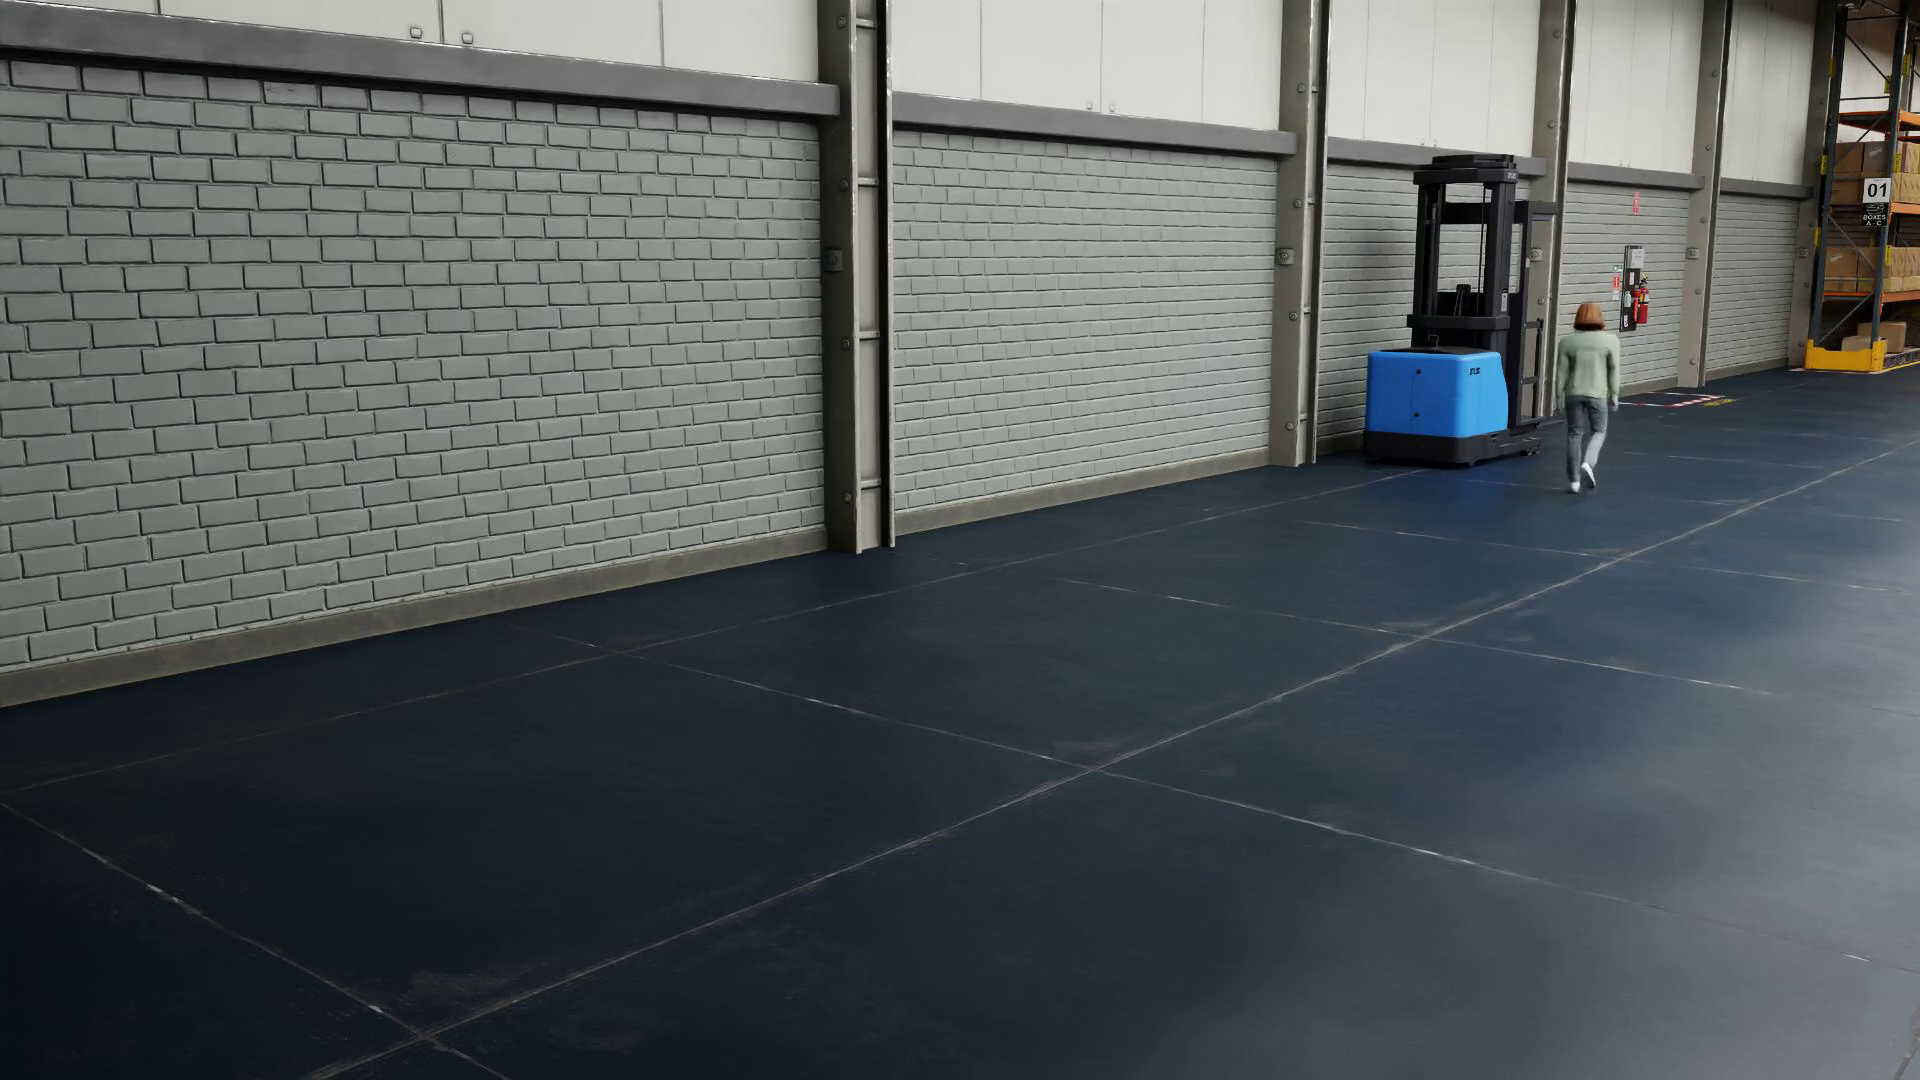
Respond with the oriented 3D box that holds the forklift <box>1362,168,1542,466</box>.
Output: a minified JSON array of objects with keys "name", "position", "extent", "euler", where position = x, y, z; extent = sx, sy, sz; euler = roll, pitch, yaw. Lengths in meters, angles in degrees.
[{"name":"forklift","position":[4.875,-2.212,16.287],"extent":[1.129,2.768,1.873],"euler":[8,13,40]}]

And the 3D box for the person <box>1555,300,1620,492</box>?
[{"name":"person","position":[5.256,-1.199,13.978],"extent":[0.515,1.616,0.417],"euler":[5,11,28]}]
